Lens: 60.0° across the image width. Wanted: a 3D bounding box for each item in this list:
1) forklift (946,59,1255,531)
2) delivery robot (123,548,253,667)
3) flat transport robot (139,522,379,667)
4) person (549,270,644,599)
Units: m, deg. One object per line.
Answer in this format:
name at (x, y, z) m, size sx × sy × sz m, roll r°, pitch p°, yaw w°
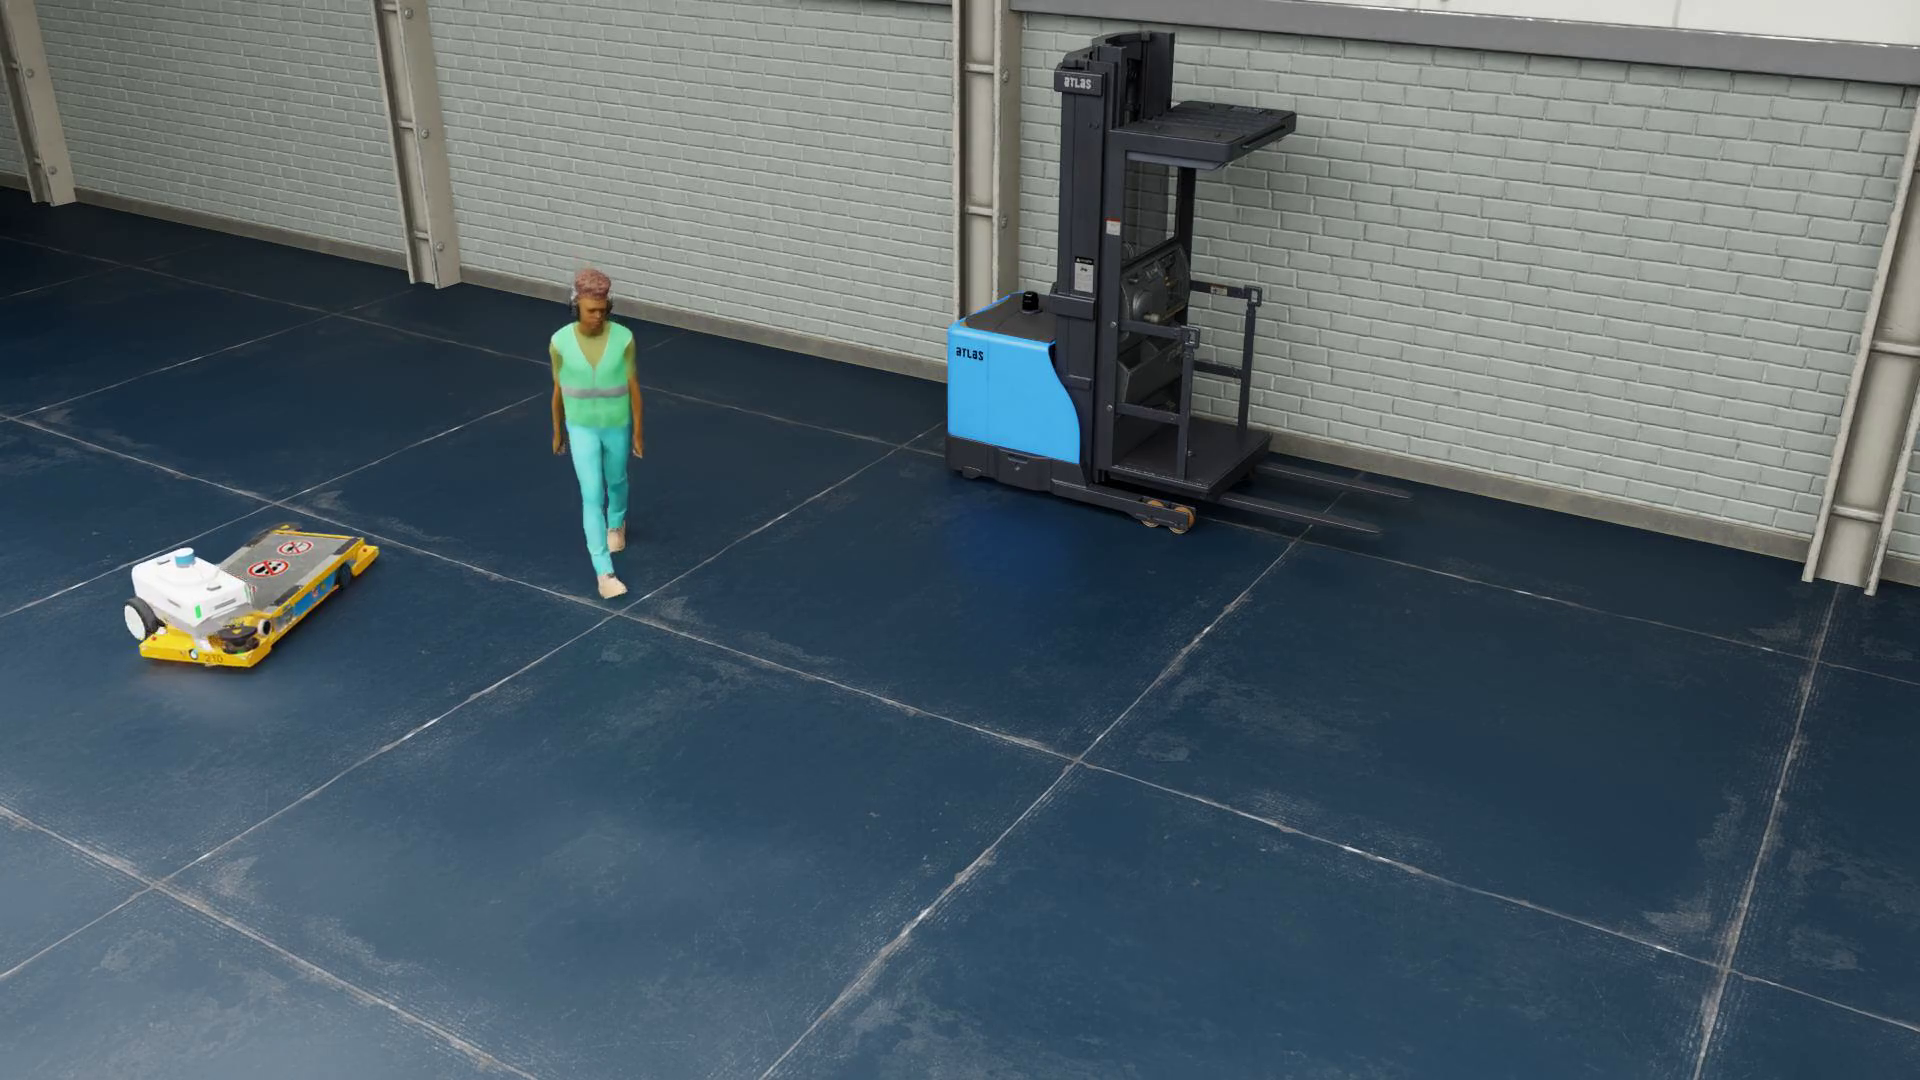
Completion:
forklift at (0.933, -1.707, 10.833) m, size 1.873 × 2.768 × 1.129 m, roll 15°, pitch 29°, yaw 28°
delivery robot at (-4.266, 0.327, 9.232) m, size 0.769 × 0.594 × 0.499 m, roll 18°, pitch 31°, yaw 33°
flat transport robot at (-4.023, 0.297, 9.630) m, size 0.659 × 0.231 × 1.431 m, roll 5°, pitch 26°, yaw 9°
person at (-2.136, -0.682, 9.777) m, size 0.538 × 1.924 × 1.032 m, roll -8°, pitch 26°, yaw -16°
